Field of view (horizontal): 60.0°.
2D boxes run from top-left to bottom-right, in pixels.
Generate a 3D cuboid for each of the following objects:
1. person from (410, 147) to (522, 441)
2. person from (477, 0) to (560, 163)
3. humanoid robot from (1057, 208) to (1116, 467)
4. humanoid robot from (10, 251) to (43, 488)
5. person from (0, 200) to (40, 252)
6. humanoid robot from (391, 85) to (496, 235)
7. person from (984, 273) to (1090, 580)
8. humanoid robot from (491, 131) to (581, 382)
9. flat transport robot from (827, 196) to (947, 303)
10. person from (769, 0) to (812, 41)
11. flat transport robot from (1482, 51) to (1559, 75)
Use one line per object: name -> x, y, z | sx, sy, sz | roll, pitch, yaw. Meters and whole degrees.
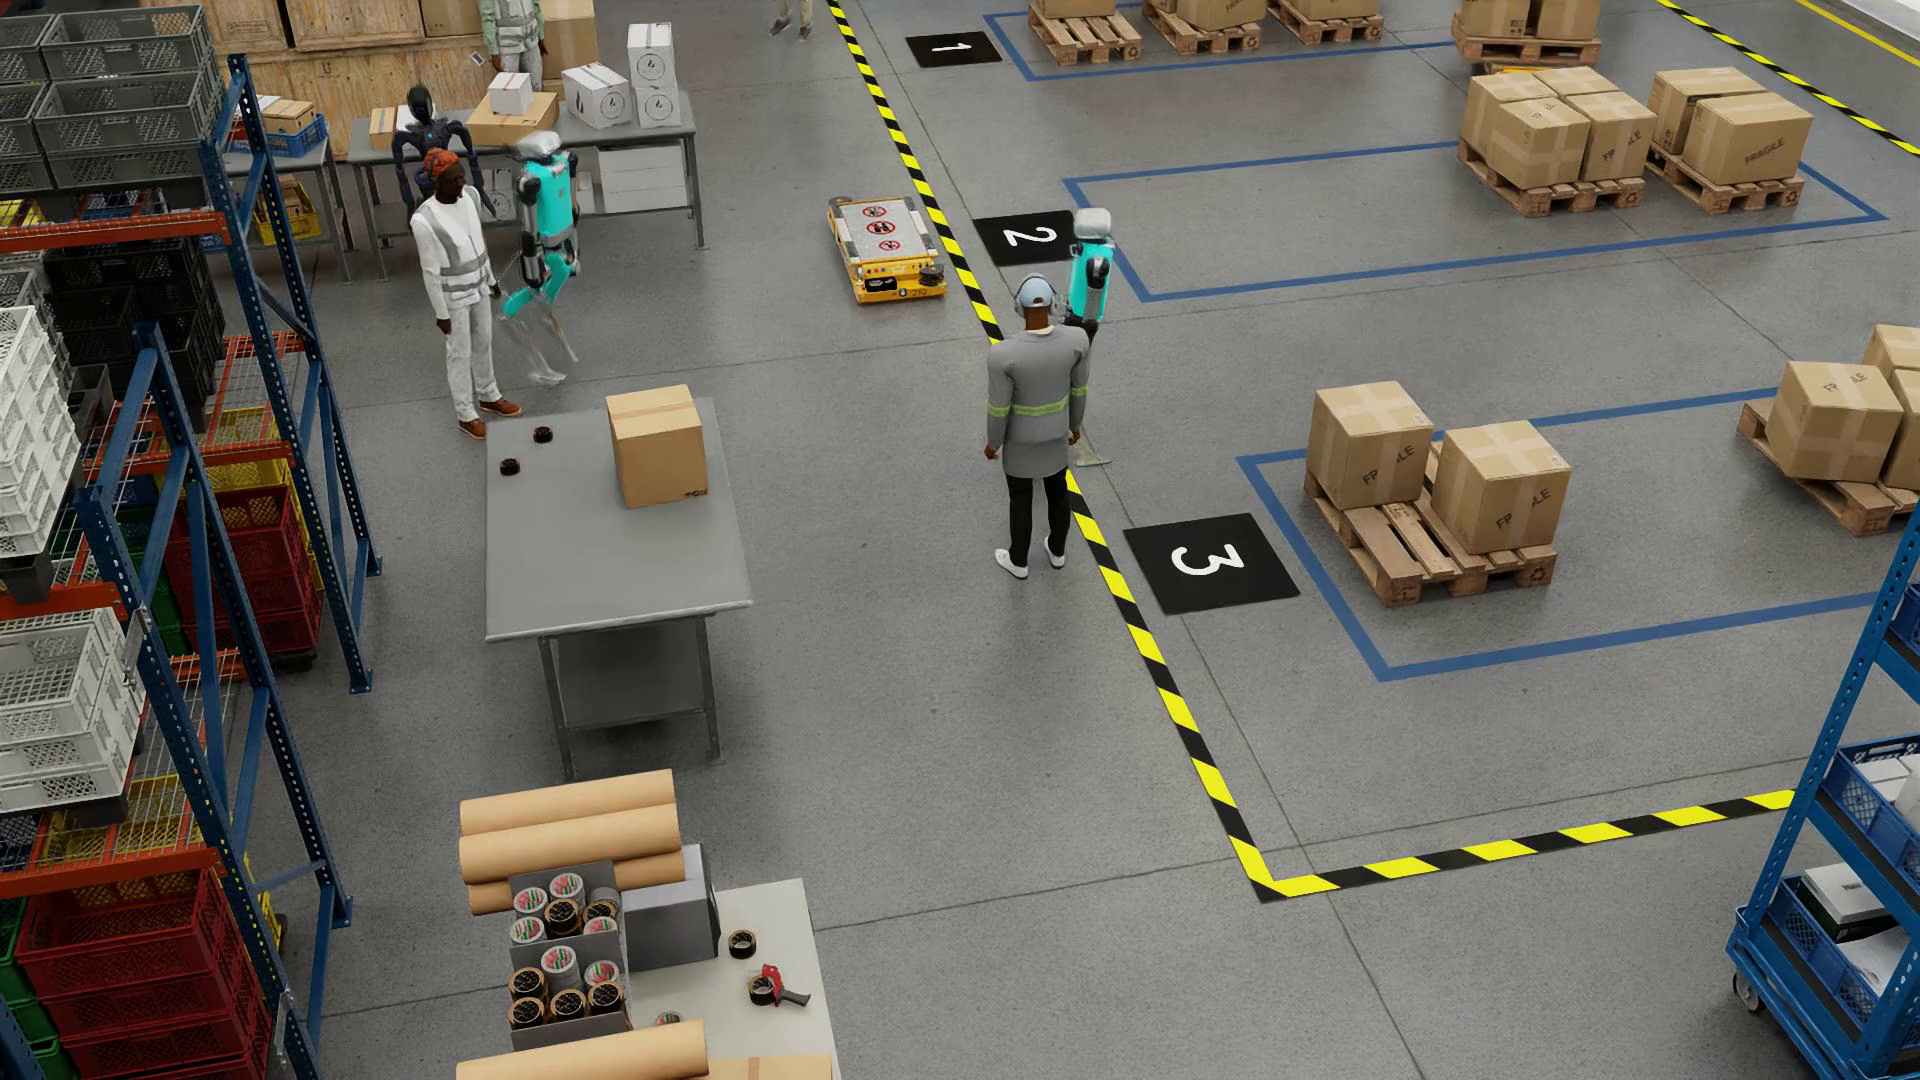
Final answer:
person -> -3.047, -1.518, 10.242 | 0.350, 1.881, 0.575 | 14, 39, 18
person -> -3.634, -4.080, 13.641 | 0.413, 1.939, 0.607 | 24, 43, 29
humanoid robot -> 0.538, -1.100, 9.817 | 0.836, 1.789, 0.541 | -1, 37, -1
humanoid robot -> -5.291, -0.827, 9.388 | 0.683, 1.762, 0.547 | -7, 37, -9
person -> -5.347, -1.197, 9.851 | 0.403, 1.833, 0.586 | 27, 44, 31
humanoid robot -> -3.595, -2.422, 11.628 | 0.608, 1.648, 0.438 | -13, 39, -17
person -> 0.399, -0.611, 9.052 | 0.587, 1.847, 0.397 | -13, 39, -17
humanoid robot -> -2.774, -1.802, 10.773 | 0.732, 1.806, 0.531 | 15, 39, 19
flat transport robot -> -0.570, -2.220, 12.538 | 0.659, 0.231, 1.431 | -8, 37, -10
person -> -1.580, -5.612, 15.866 | 0.597, 1.725, 0.461 | 20, 41, 25
flat transport robot -> 5.242, -4.481, 15.554 | 0.652, 0.197, 1.431 | 3, 37, 4
